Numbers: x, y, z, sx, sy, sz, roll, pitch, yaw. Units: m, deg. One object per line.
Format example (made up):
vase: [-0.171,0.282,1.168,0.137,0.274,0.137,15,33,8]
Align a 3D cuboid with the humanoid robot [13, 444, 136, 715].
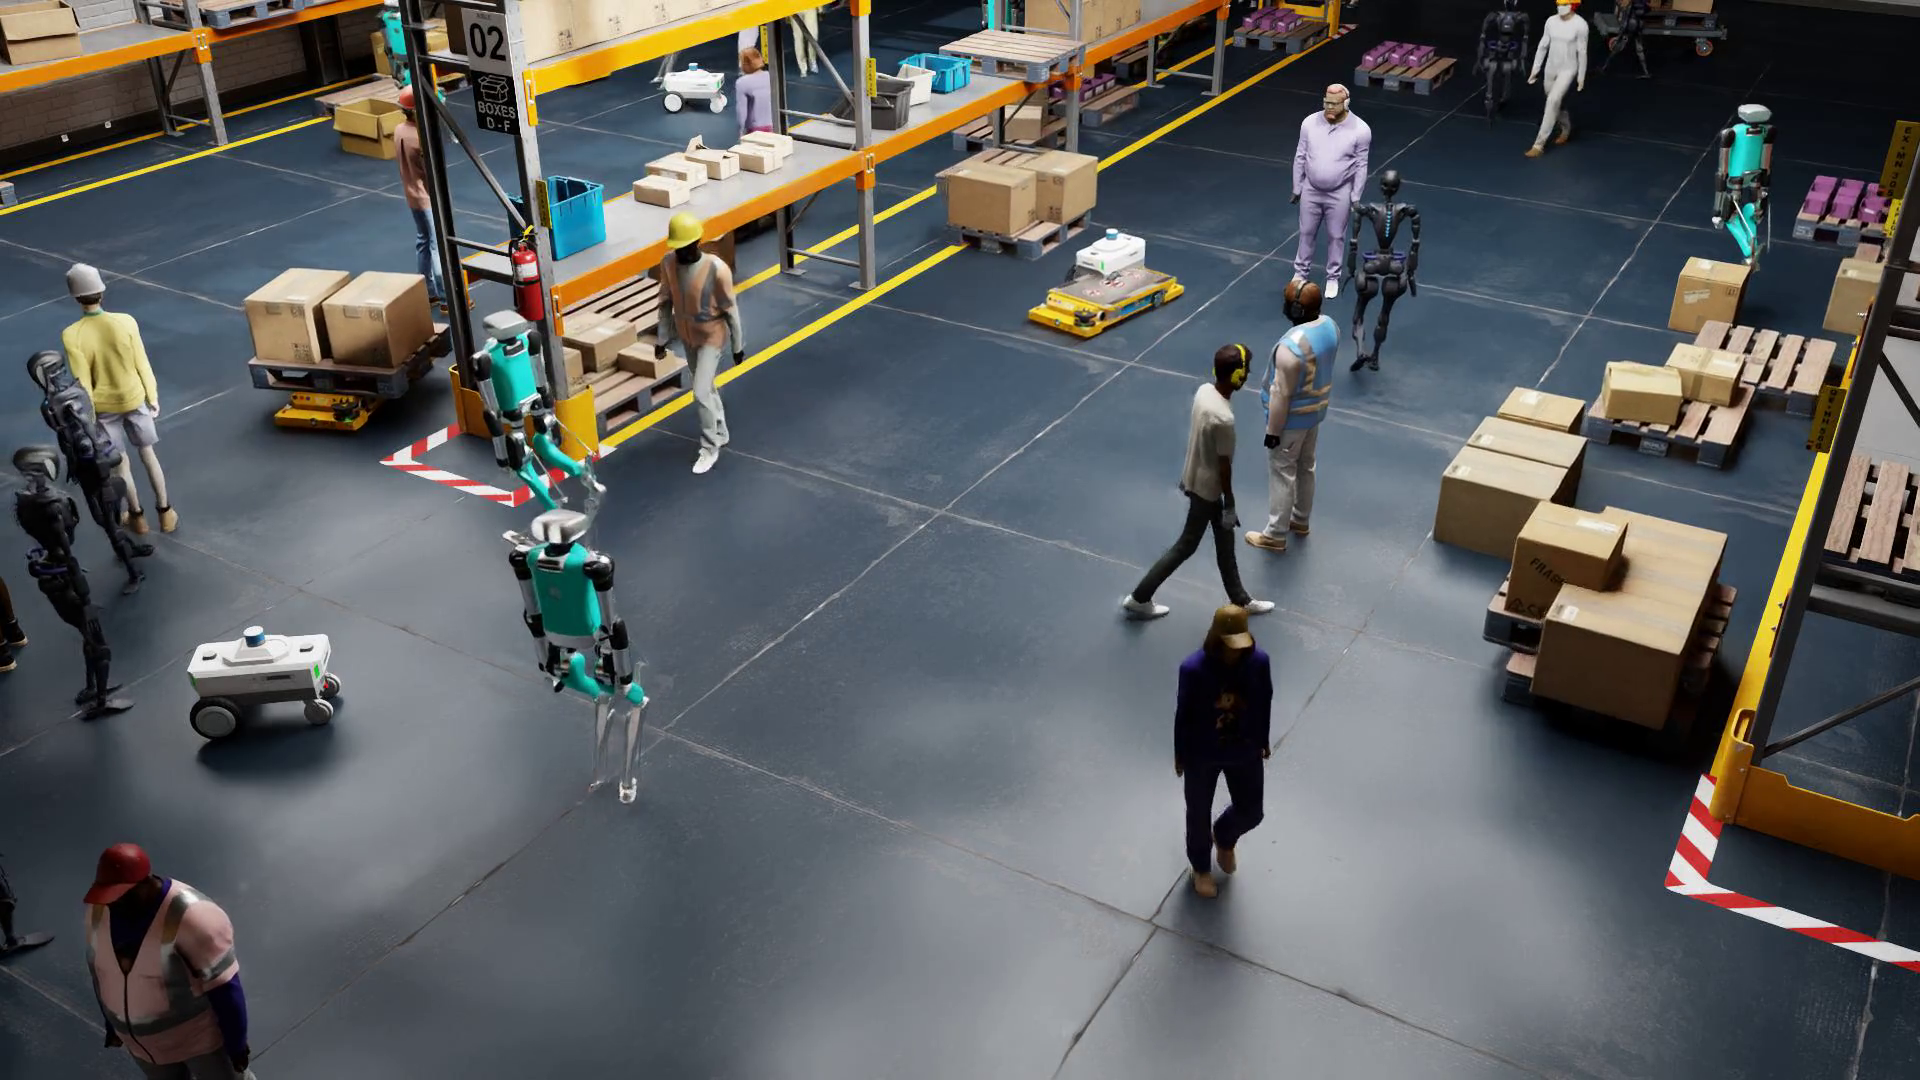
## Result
humanoid robot: [-4.878,0.220,9.113,0.328,1.648,0.609,-22,36,-34]

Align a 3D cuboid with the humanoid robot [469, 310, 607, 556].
humanoid robot: [-2.590,-0.560,10.478,1.036,1.753,0.547,17,34,28]

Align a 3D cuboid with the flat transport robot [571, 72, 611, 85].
flat transport robot: [-5.367,-6.265,22.024,1.431,0.231,0.659,20,35,31]

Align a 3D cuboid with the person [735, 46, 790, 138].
person: [-2.021,-4.286,17.146,0.576,1.608,0.394,-9,31,-15]

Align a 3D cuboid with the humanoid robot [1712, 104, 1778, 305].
humanoid robot: [6.876,-2.813,14.439,0.532,1.787,0.792,-8,30,-13]

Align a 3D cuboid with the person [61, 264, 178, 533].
person: [-5.508,-0.901,10.895,0.503,1.887,0.434,-24,37,-36]

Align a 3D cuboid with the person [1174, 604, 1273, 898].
person: [1.235,0.995,7.807,0.489,1.611,0.375,-3,30,-6]

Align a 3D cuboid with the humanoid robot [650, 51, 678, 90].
humanoid robot: [-3.833,-6.647,21.216,0.732,1.792,0.530,-19,35,-30]

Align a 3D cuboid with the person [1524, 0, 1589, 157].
person: [6.786,-5.301,18.718,0.935,1.854,0.571,-21,36,-32]

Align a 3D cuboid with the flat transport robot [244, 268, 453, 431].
flat transport robot: [-4.769,-1.260,13.170,0.659,0.231,1.431,5,30,8]

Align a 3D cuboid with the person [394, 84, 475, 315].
person: [-4.594,-2.939,14.391,0.378,1.994,0.617,-25,38,-37]

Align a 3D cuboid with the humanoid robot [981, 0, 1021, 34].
humanoid robot: [0.607,-5.860,19.681,0.533,1.677,0.735,20,35,31]

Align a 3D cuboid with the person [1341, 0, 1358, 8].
person: [6.017,-9.089,25.512,0.341,1.747,0.571,-22,36,-34]

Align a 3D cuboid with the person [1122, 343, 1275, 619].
person: [1.454,-0.322,9.948,0.950,1.816,0.551,-1,30,-2]

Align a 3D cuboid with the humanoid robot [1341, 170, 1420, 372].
humanoid robot: [3.369,-2.113,13.251,0.589,1.636,0.473,3,30,5]

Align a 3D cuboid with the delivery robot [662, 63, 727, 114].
delivery robot: [-3.279,-5.568,20.496,0.782,0.589,0.499,2,30,4]

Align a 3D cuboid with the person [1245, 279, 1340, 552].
person: [2.157,-0.809,10.786,0.429,1.837,0.627,22,36,33]

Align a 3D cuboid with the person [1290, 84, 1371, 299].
person: [3.246,-3.083,14.734,0.649,1.906,0.405,14,32,23]

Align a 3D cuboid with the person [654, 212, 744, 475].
person: [-1.889,-1.405,11.780,0.595,1.896,0.743,19,34,30]

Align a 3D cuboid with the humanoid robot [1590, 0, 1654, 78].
humanoid robot: [8.782,-6.852,21.680,0.801,1.617,0.610,21,35,32]

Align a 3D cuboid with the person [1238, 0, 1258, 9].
person: [4.485,-9.089,25.433,0.498,1.831,0.431,16,33,26]

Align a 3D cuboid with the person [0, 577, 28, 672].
person: [-5.773,-0.137,9.475,0.374,1.958,0.605,-8,30,-13]

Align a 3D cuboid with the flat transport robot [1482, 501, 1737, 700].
flat transport robot: [3.862,0.575,9.924,0.659,0.231,1.431,17,34,27]

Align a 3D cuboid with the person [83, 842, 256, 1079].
person: [-2.930,1.822,6.218,0.600,1.748,0.419,5,30,9]

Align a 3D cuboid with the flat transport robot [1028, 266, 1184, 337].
flat transport robot: [1.312,-2.154,14.751,0.659,0.231,1.431,24,37,36]

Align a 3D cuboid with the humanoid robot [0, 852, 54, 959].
humanoid robot: [-4.480,1.242,7.320,0.507,1.644,0.601,-17,34,-28]

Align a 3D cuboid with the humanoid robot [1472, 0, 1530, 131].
humanoid robot: [6.376,-5.684,19.599,0.613,1.639,0.608,7,30,13]

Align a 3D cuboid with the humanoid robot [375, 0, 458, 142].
humanoid robot: [-6.108,-5.298,18.873,0.557,1.831,0.863,6,30,11]

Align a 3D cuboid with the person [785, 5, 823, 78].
person: [-2.043,-6.909,21.676,0.559,1.732,0.406,-6,30,-10]

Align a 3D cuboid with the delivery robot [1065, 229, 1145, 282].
delivery robot: [1.364,-2.523,15.107,0.499,0.587,0.785,23,36,34]

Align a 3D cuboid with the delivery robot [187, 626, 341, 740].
delivery robot: [-3.917,0.770,9.309,0.811,0.613,0.499,-4,30,-8]

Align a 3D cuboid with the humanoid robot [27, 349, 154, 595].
humanoid robot: [-5.346,-0.457,10.328,0.614,1.645,0.478,24,37,36]

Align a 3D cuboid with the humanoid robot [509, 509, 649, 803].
humanoid robot: [-1.829,0.562,8.442,0.539,1.775,0.707,9,31,15]

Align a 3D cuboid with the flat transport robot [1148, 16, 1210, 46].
flat transport robot: [3.012,-7.372,23.983,0.659,0.231,1.431,17,33,27]

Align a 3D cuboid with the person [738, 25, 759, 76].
person: [-2.775,-7.054,21.761,0.478,1.904,0.659,-21,36,-32]
